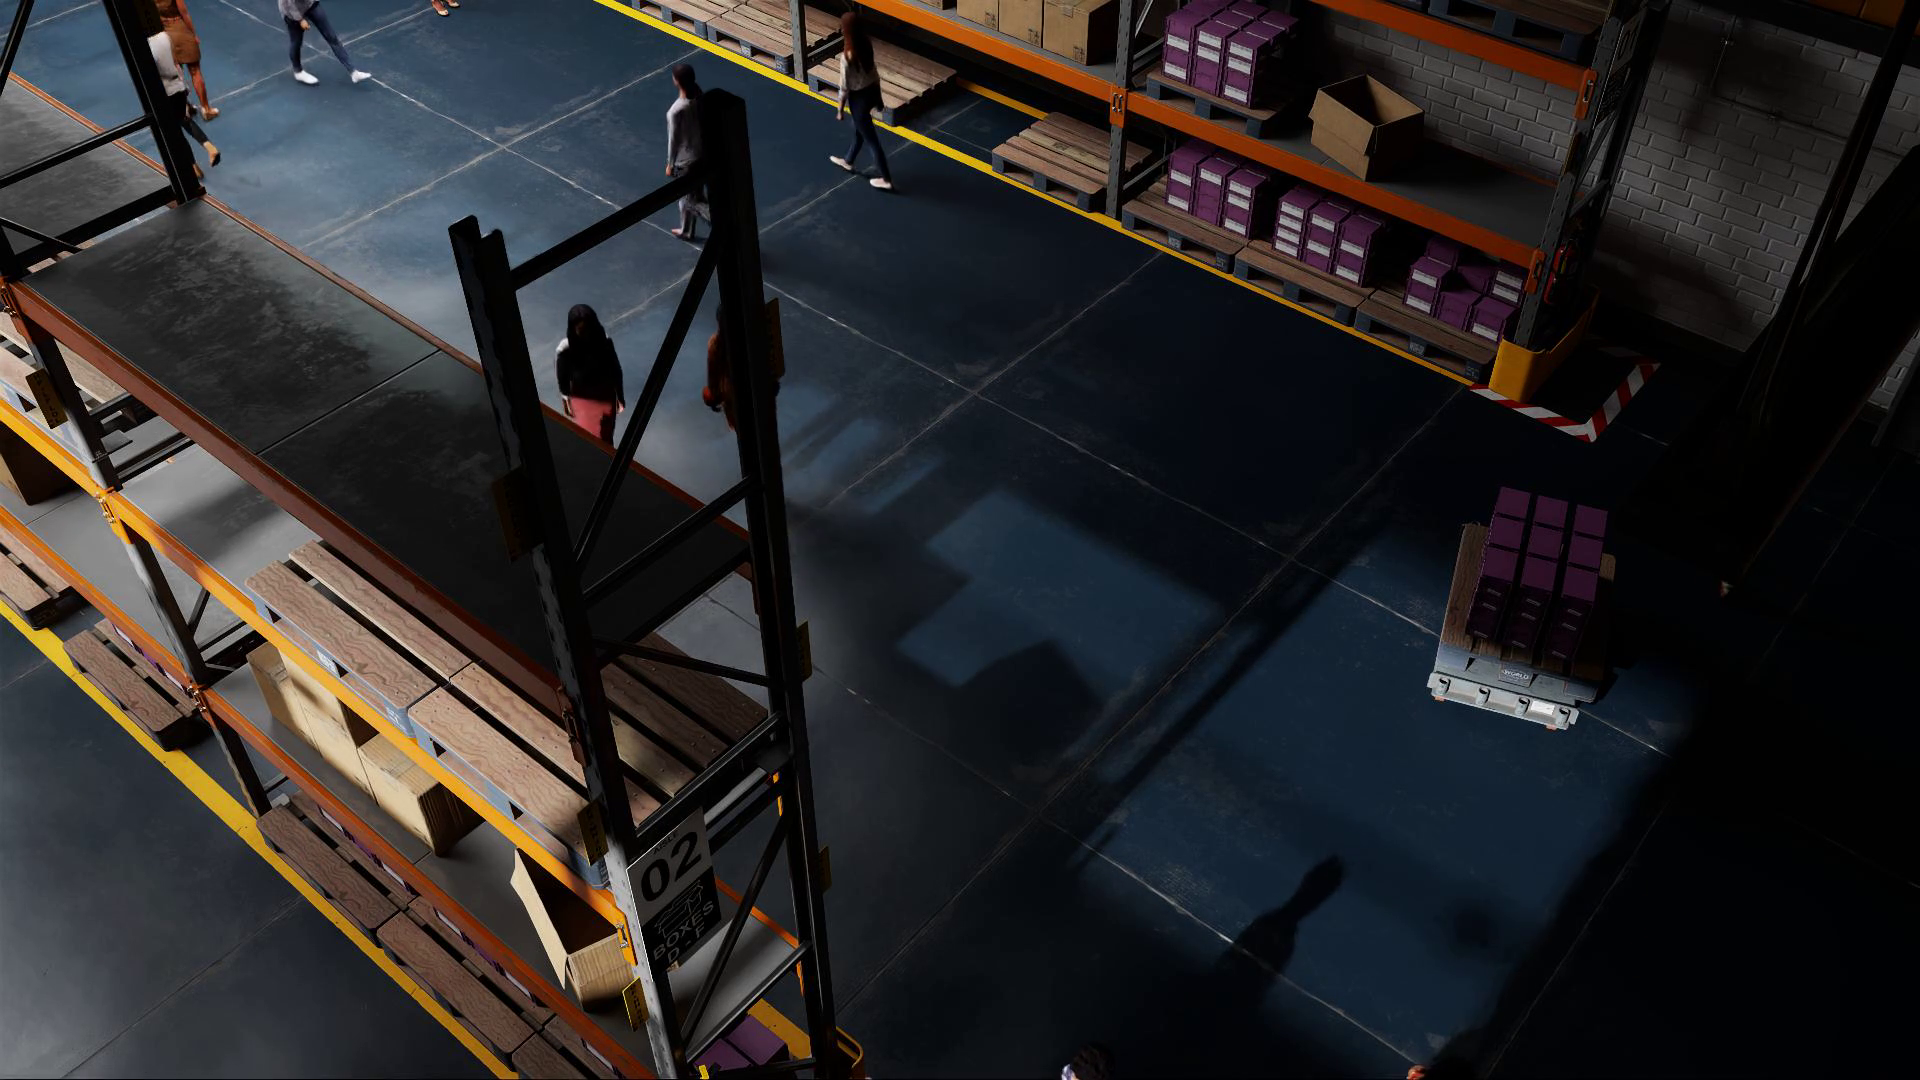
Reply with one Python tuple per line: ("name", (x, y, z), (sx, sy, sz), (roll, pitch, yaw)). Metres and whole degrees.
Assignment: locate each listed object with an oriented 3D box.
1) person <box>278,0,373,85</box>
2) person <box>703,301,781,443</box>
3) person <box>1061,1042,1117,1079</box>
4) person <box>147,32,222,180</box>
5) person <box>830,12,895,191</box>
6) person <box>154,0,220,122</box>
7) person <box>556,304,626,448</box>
("person", (-6.670, -5.308, 16.611), (1.191, 1.690, 0.831), (16, 46, 16))
("person", (-1.539, -0.989, 12.063), (0.834, 1.710, 0.848), (-13, 45, -14))
("person", (0.649, 2.876, 8.345), (0.622, 1.242, 0.536), (-25, 49, -24))
("person", (-7.249, -4.116, 15.343), (0.826, 1.713, 0.760), (14, 45, 14))
("person", (-0.816, -3.977, 15.212), (1.031, 1.692, 0.678), (24, 49, 23))
("person", (-7.631, -4.895, 16.182), (0.602, 1.683, 0.701), (6, 44, 6))
("person", (-2.689, -1.030, 12.085), (0.673, 1.739, 0.682), (-22, 48, -21))
